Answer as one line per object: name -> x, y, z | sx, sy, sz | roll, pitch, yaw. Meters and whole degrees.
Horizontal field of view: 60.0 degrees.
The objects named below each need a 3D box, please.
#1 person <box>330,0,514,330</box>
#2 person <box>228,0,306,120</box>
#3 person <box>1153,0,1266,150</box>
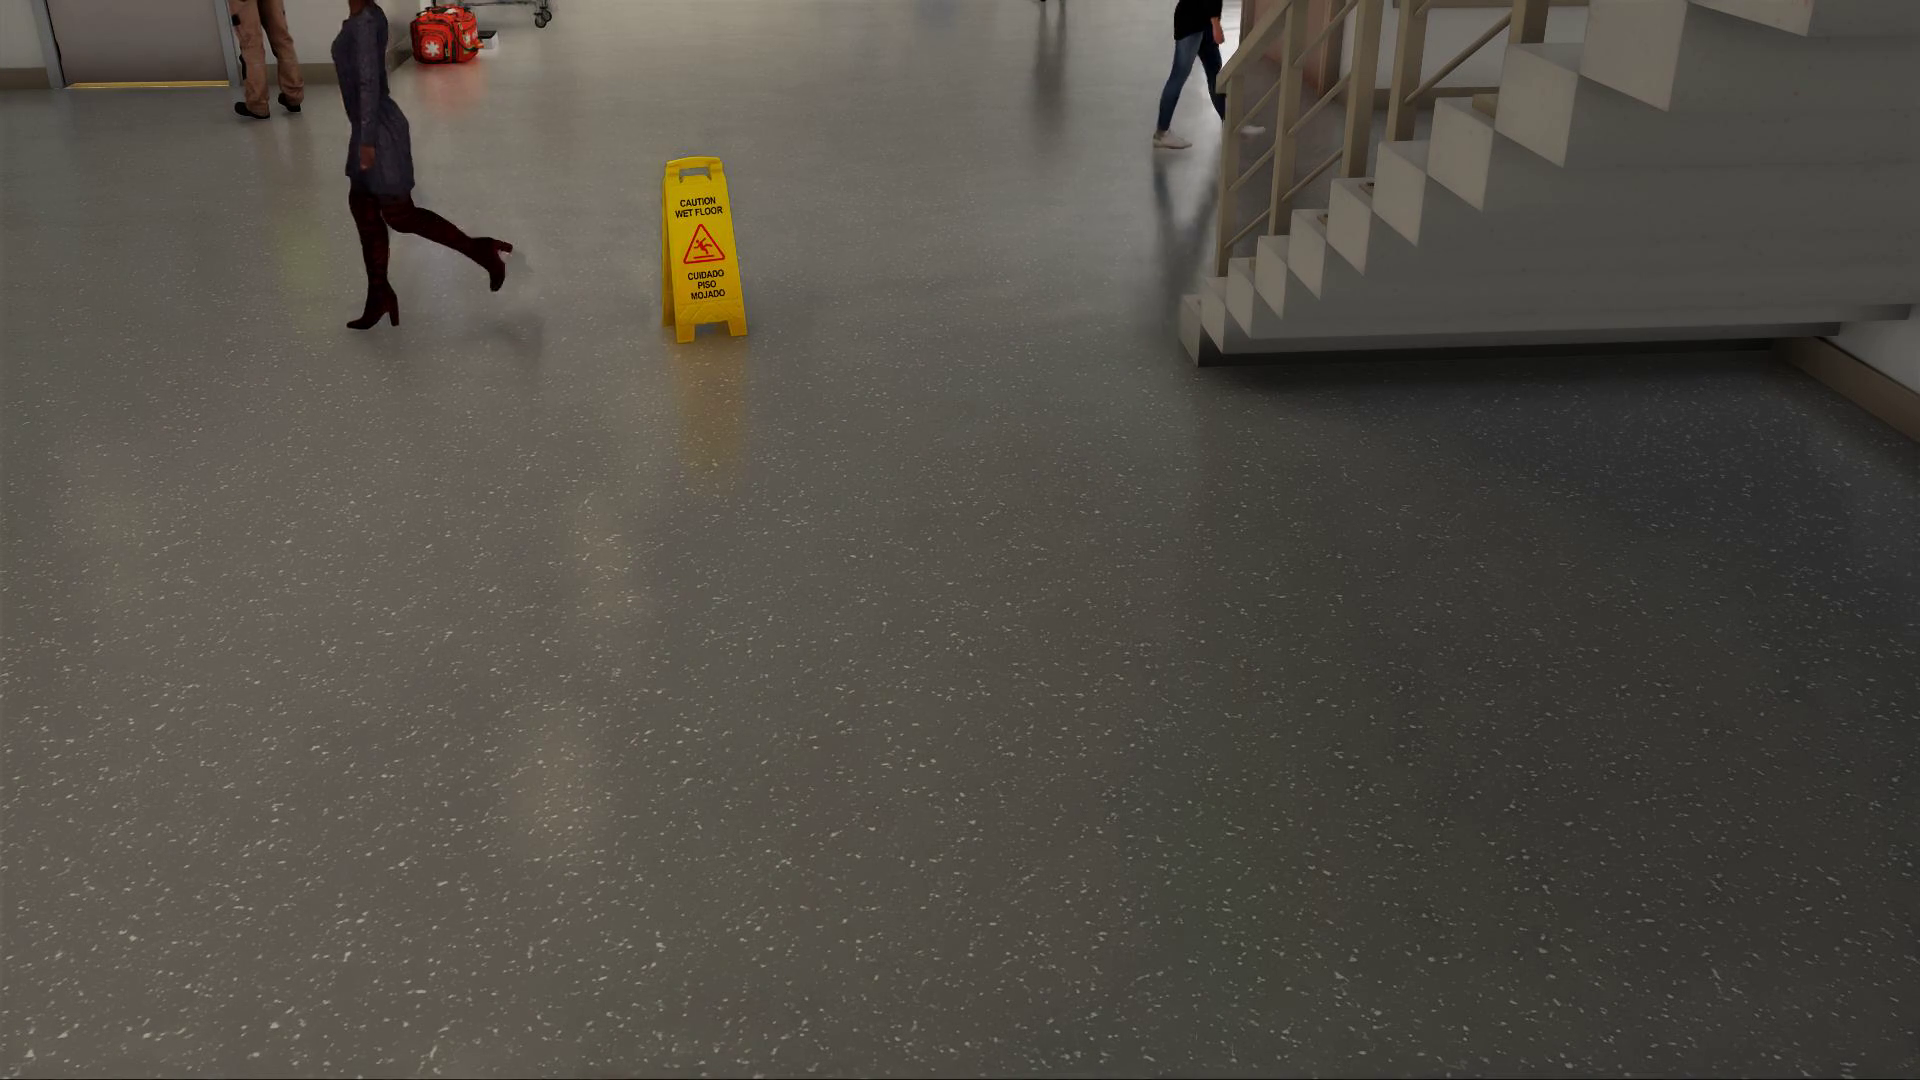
person -> -2.442, -1.738, 7.257 | 0.824, 1.691, 0.994 | -9, 27, -18
person -> -4.931, -3.892, 11.547 | 0.921, 1.846, 0.862 | 20, 32, 36
person -> 1.421, -3.282, 10.540 | 0.833, 1.621, 0.955 | 5, 26, 10
